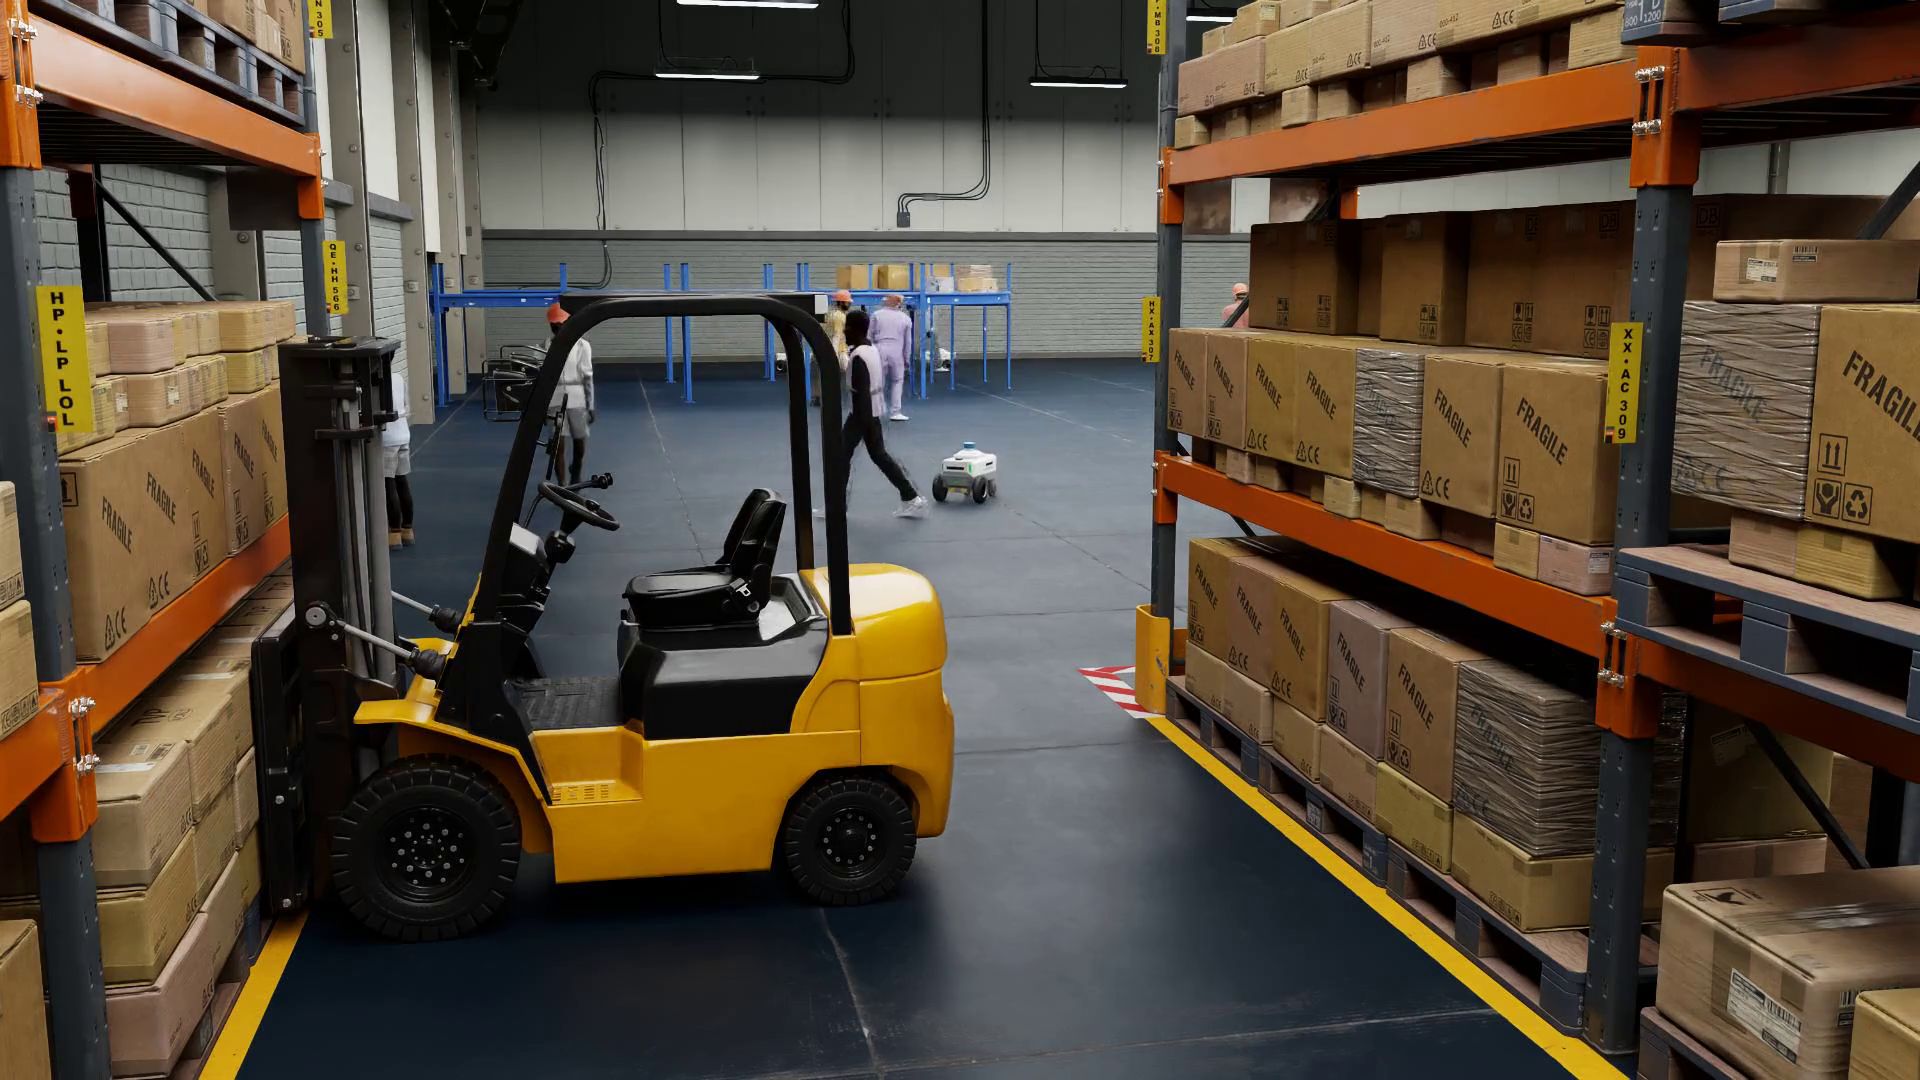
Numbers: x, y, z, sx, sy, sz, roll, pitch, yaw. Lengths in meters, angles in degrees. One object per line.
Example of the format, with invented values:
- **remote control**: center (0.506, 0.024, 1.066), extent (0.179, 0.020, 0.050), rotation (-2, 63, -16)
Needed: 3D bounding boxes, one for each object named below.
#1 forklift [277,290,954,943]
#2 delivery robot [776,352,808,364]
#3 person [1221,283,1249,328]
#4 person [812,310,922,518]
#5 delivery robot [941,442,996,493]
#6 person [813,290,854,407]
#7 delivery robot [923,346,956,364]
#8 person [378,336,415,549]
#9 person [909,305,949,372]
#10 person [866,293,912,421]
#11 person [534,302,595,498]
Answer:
- **forklift**: center (-1.179, 0.175, 6.143), extent (2.313, 2.155, 1.214), rotation (-2, 10, -12)
- **delivery robot**: center (-3.596, -3.931, 35.868), extent (0.707, 0.478, 0.477), rotation (1, 9, 6)
- **person**: center (4.566, -3.204, 27.243), extent (0.628, 1.991, 0.437), rotation (0, 9, -2)
- **person**: center (-0.831, -1.138, 14.999), extent (0.983, 1.878, 0.593), rotation (2, 9, 10)
- **delivery robot**: center (0.088, -0.710, 16.236), extent (0.477, 0.478, 0.707), rotation (4, 10, 22)
- **person**: center (-1.882, -2.998, 26.299), extent (0.987, 1.893, 0.563), rotation (0, 9, -1)
- **delivery robot**: center (-0.446, -4.006, 36.329), extent (0.707, 0.478, 0.477), rotation (2, 10, 10)
- **person**: center (-4.596, -0.779, 13.342), extent (0.317, 1.695, 0.540), rotation (1, 9, 7)
- **person**: center (-0.699, -4.571, 35.857), extent (0.871, 1.902, 0.595), rotation (4, 10, 20)
- **person**: center (-1.109, -2.683, 24.459), extent (0.792, 1.867, 0.401), rotation (-1, 9, -4)
- **person**: center (-3.785, -1.318, 15.938), extent (0.549, 1.922, 0.687), rotation (-2, 10, -13)
